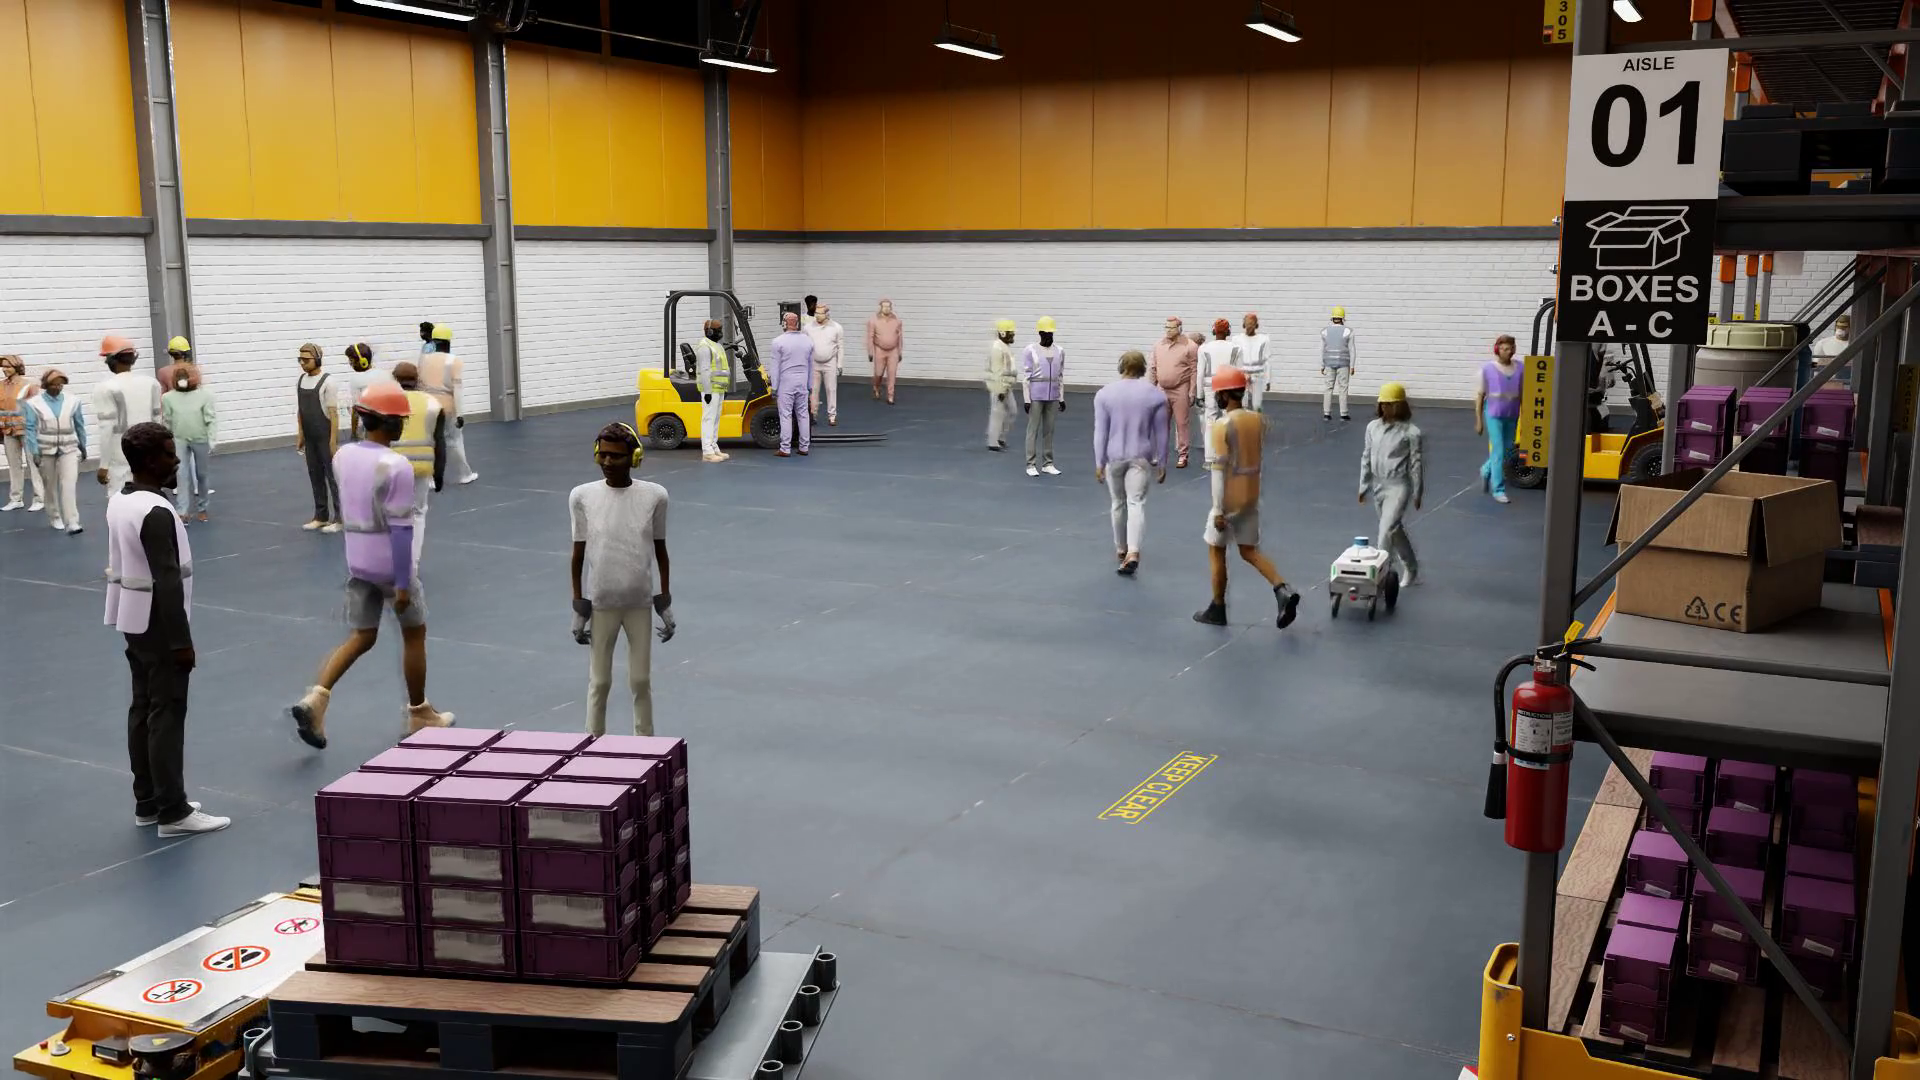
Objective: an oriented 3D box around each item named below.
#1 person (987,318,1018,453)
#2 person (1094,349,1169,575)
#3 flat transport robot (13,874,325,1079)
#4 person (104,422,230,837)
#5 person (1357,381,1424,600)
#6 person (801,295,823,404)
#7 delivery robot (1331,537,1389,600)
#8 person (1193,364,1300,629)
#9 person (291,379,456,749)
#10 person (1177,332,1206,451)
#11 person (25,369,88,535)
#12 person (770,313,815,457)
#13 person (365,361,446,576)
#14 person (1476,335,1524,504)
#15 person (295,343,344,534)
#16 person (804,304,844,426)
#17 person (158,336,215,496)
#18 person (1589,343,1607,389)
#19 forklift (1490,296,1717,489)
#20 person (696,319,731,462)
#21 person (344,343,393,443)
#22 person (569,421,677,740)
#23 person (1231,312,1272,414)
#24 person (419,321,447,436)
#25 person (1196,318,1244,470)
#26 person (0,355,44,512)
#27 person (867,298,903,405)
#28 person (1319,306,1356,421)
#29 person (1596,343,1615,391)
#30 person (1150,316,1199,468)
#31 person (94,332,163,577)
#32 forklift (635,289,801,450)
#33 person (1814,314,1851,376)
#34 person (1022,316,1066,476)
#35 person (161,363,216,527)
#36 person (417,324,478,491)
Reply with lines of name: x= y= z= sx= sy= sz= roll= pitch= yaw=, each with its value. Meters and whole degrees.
person: x=0.567 y=-2.065 z=22.309 sx=0.458 sy=1.823 sz=0.641 roll=2 pitch=10 yaw=12
person: x=1.442 y=-0.670 z=14.103 sx=0.642 sy=1.889 sz=1.046 roll=1 pitch=10 yaw=8
flat transport robot: x=-2.509 y=1.543 z=5.915 sx=0.652 sy=0.197 sz=1.431 roll=4 pitch=10 yaw=20
person: x=-3.718 y=0.413 z=7.690 sx=0.391 sy=1.920 sz=0.587 roll=-9 pitch=14 yaw=-43
person: x=3.441 y=-0.410 z=13.104 sx=0.901 sy=1.703 sz=0.473 roll=-8 pitch=12 yaw=-37
person: x=-2.653 y=-3.363 z=29.467 sx=0.402 sy=1.954 sz=0.609 roll=7 pitch=12 yaw=36
delivery robot: x=3.004 y=0.219 z=12.474 sx=0.477 sy=0.478 sz=0.707 roll=4 pitch=10 yaw=22
person: x=2.025 y=-0.284 z=11.785 sx=0.554 sy=1.910 sz=0.795 roll=-8 pitch=13 yaw=-39
person: x=-3.202 y=0.141 z=9.007 sx=0.612 sy=2.014 sz=0.870 roll=6 pitch=11 yaw=30
person: x=3.226 y=-2.012 z=22.619 sx=0.529 sy=1.606 sz=0.745 roll=9 pitch=13 yaw=43
person: x=-8.635 y=-0.850 z=15.938 sx=0.521 sy=1.583 sz=0.860 roll=-7 pitch=12 yaw=-37
person: x=-2.232 y=-2.049 z=22.013 sx=0.646 sy=1.903 sz=0.401 roll=-8 pitch=12 yaw=-37
person: x=-4.501 y=-0.544 z=13.609 sx=0.660 sy=1.807 sz=0.699 roll=-6 pitch=12 yaw=-32
person: x=5.872 y=-1.340 z=18.143 sx=0.571 sy=1.819 sz=0.799 roll=-2 pitch=10 yaw=-12
person: x=-6.162 y=-0.975 z=15.990 sx=0.503 sy=1.838 sz=0.347 roll=6 pitch=11 yaw=29
person: x=-2.133 y=-2.720 z=25.882 sx=0.642 sy=1.903 sz=0.399 roll=1 pitch=10 yaw=3
person: x=-8.596 y=-1.369 z=18.443 sx=0.529 sy=1.772 sz=0.304 roll=1 pitch=10 yaw=5
person: x=8.526 y=-2.296 z=23.023 sx=0.683 sy=2.000 sz=0.538 roll=-1 pitch=10 yaw=-6
forklift: x=7.296 y=-1.677 z=18.993 sx=2.313 sy=2.155 sz=1.214 roll=5 pitch=11 yaw=27
person: x=-3.183 y=-1.938 z=21.526 sx=0.429 sy=1.841 sz=0.634 roll=1 pitch=10 yaw=7
person: x=-5.589 y=-0.991 z=16.102 sx=0.451 sy=1.830 sz=0.613 roll=7 pitch=12 yaw=34
person: x=-1.676 y=0.338 z=8.293 sx=0.521 sy=1.864 sz=0.335 roll=-3 pitch=10 yaw=-16
person: x=4.125 y=-2.308 z=23.647 sx=0.590 sy=1.858 sz=0.873 roll=2 pitch=10 yaw=9
person: x=-7.728 y=-2.349 z=24.348 sx=0.321 sy=1.690 sz=0.536 roll=-7 pitch=12 yaw=-34
person: x=3.227 y=-1.809 z=20.654 sx=0.583 sy=1.882 sz=0.337 roll=1 pitch=10 yaw=7
person: x=-9.793 y=-1.111 z=17.321 sx=0.516 sy=1.641 sz=0.314 roll=2 pitch=10 yaw=10
person: x=-1.330 y=-3.368 z=29.676 sx=0.646 sy=1.890 sz=0.579 roll=-2 pitch=10 yaw=-14
person: x=6.053 y=-2.820 z=26.649 sx=0.590 sy=1.837 sz=0.404 roll=5 pitch=11 yaw=28
person: x=9.202 y=-2.416 z=24.078 sx=0.442 sy=1.917 sz=0.570 roll=-6 pitch=12 yaw=-33
person: x=2.659 y=-1.851 z=20.841 sx=0.651 sy=1.904 sz=0.403 roll=6 pitch=12 yaw=32
person: x=-6.914 y=-0.709 z=13.839 sx=0.393 sy=2.040 sz=0.615 roll=4 pitch=11 yaw=22
forklift: x=-3.358 y=-2.392 z=23.136 sx=2.313 sy=2.155 sz=1.214 roll=-1 pitch=10 yaw=-5
person: x=10.873 y=-1.819 z=20.568 sx=0.629 sy=1.937 sz=0.378 roll=5 pitch=11 yaw=25
person: x=1.026 y=-1.737 z=20.115 sx=0.589 sy=1.928 sz=0.385 roll=-5 pitch=11 yaw=-29
person: x=-7.603 y=-0.938 z=16.422 sx=0.505 sy=1.599 sz=0.745 roll=-3 pitch=10 yaw=-17
person: x=-5.902 y=-1.520 z=19.013 sx=0.604 sy=1.871 sz=0.980 roll=3 pitch=10 yaw=15
